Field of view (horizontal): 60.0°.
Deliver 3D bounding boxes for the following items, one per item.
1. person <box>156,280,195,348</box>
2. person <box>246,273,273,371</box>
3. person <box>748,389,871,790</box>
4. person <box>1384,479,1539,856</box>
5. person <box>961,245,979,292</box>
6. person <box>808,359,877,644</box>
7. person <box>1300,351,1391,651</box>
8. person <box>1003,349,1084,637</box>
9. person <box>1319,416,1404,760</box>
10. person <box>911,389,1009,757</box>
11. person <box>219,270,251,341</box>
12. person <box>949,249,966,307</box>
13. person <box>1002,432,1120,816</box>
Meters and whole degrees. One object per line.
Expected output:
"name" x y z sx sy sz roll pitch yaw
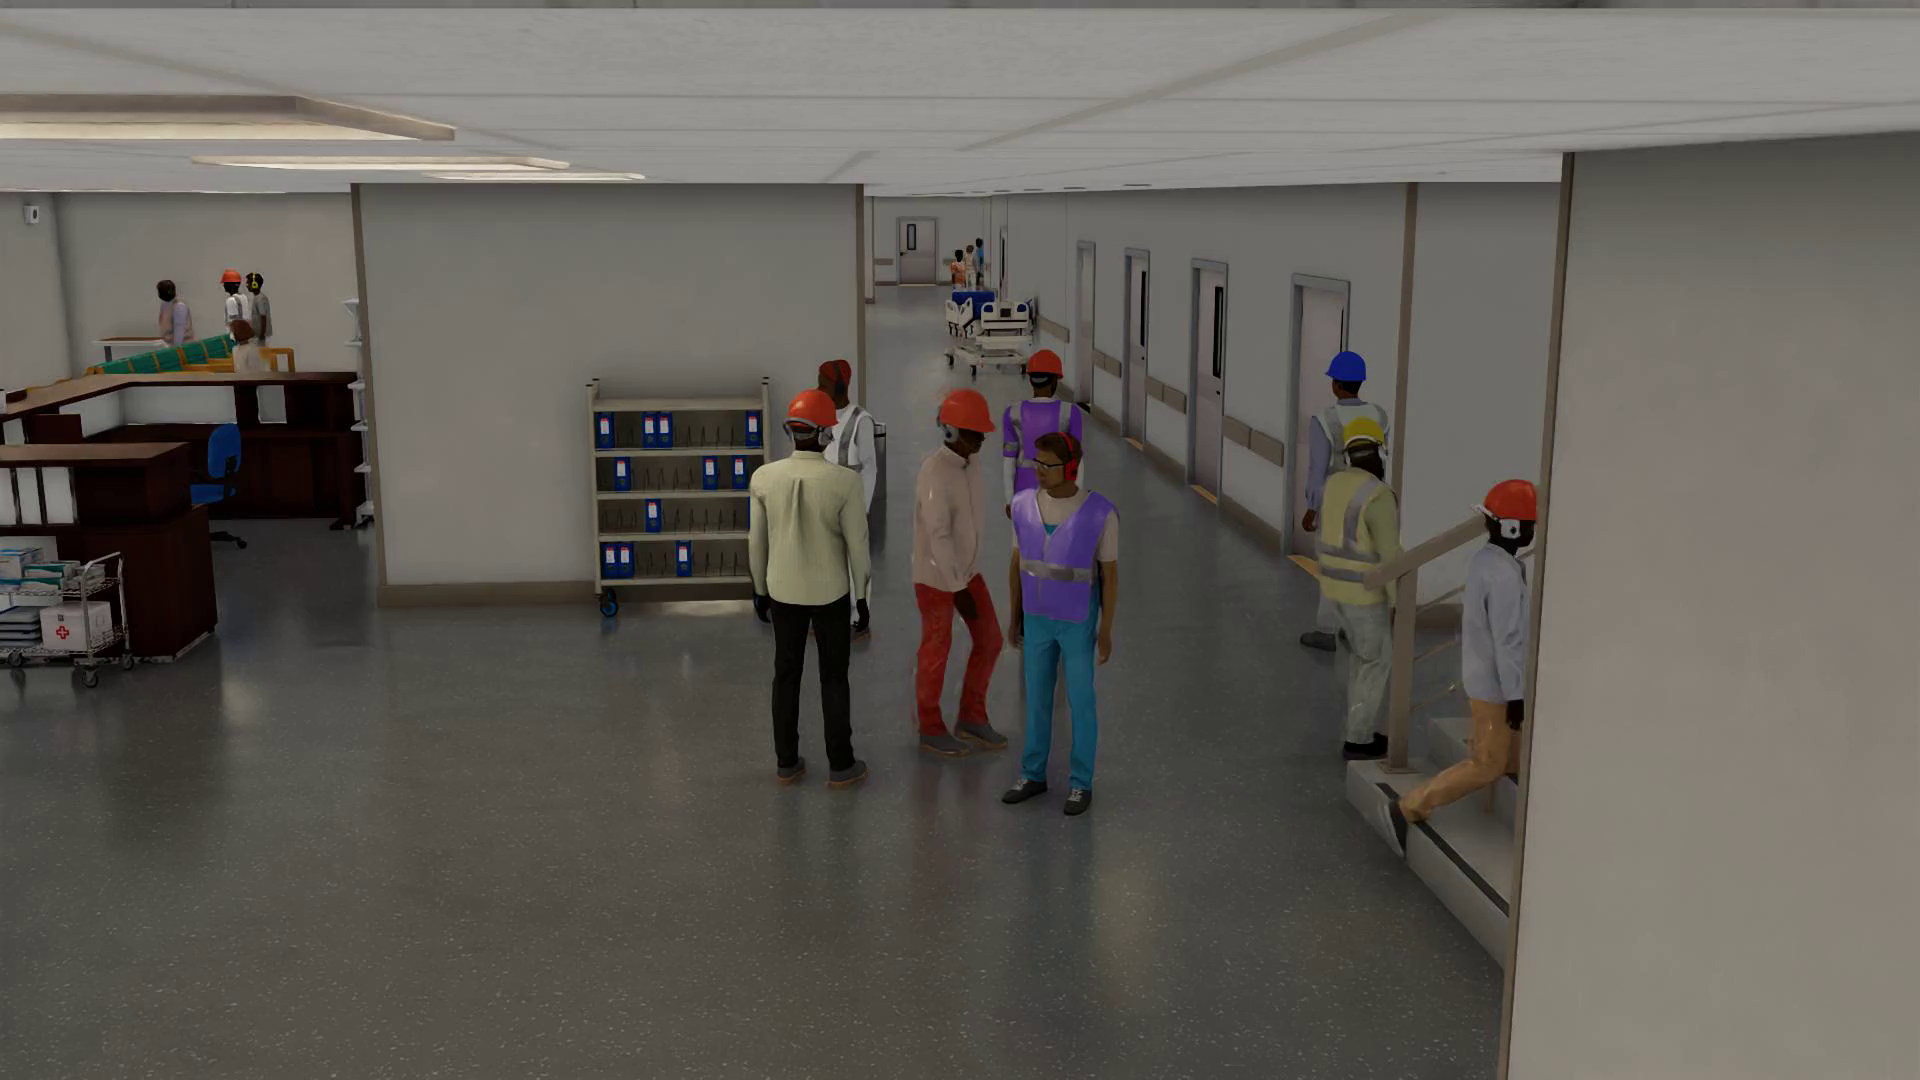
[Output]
"person" -11.054 -2.774 23.512 0.655 1.802 0.523 9 15 38
"person" -10.145 -2.924 24.104 0.344 1.858 0.562 -4 12 -20
"person" -0.733 0.248 8.262 0.623 1.992 0.396 3 12 15
"person" 2.280 0.588 7.238 0.721 1.731 0.567 3 12 14
"person" 0.281 -7.606 47.517 0.523 1.638 0.310 3 12 14
"person" -0.782 -0.257 10.999 0.358 1.884 0.574 -10 15 -41
"person" 2.493 -0.248 10.794 0.605 1.951 0.380 -6 13 -25
"person" 0.559 -0.304 11.125 0.542 1.928 0.374 2 12 10
"person" 2.104 0.258 8.715 0.433 1.789 0.635 -2 12 -12
"person" 0.001 0.191 8.615 0.620 1.961 0.625 7 13 30
"person" -10.201 -2.833 23.460 0.360 1.938 0.545 -1 12 -4
"person" -0.091 -6.487 41.942 0.510 1.680 0.545 8 14 33
"person" 0.492 0.388 7.959 0.565 1.841 0.396 7 14 31
